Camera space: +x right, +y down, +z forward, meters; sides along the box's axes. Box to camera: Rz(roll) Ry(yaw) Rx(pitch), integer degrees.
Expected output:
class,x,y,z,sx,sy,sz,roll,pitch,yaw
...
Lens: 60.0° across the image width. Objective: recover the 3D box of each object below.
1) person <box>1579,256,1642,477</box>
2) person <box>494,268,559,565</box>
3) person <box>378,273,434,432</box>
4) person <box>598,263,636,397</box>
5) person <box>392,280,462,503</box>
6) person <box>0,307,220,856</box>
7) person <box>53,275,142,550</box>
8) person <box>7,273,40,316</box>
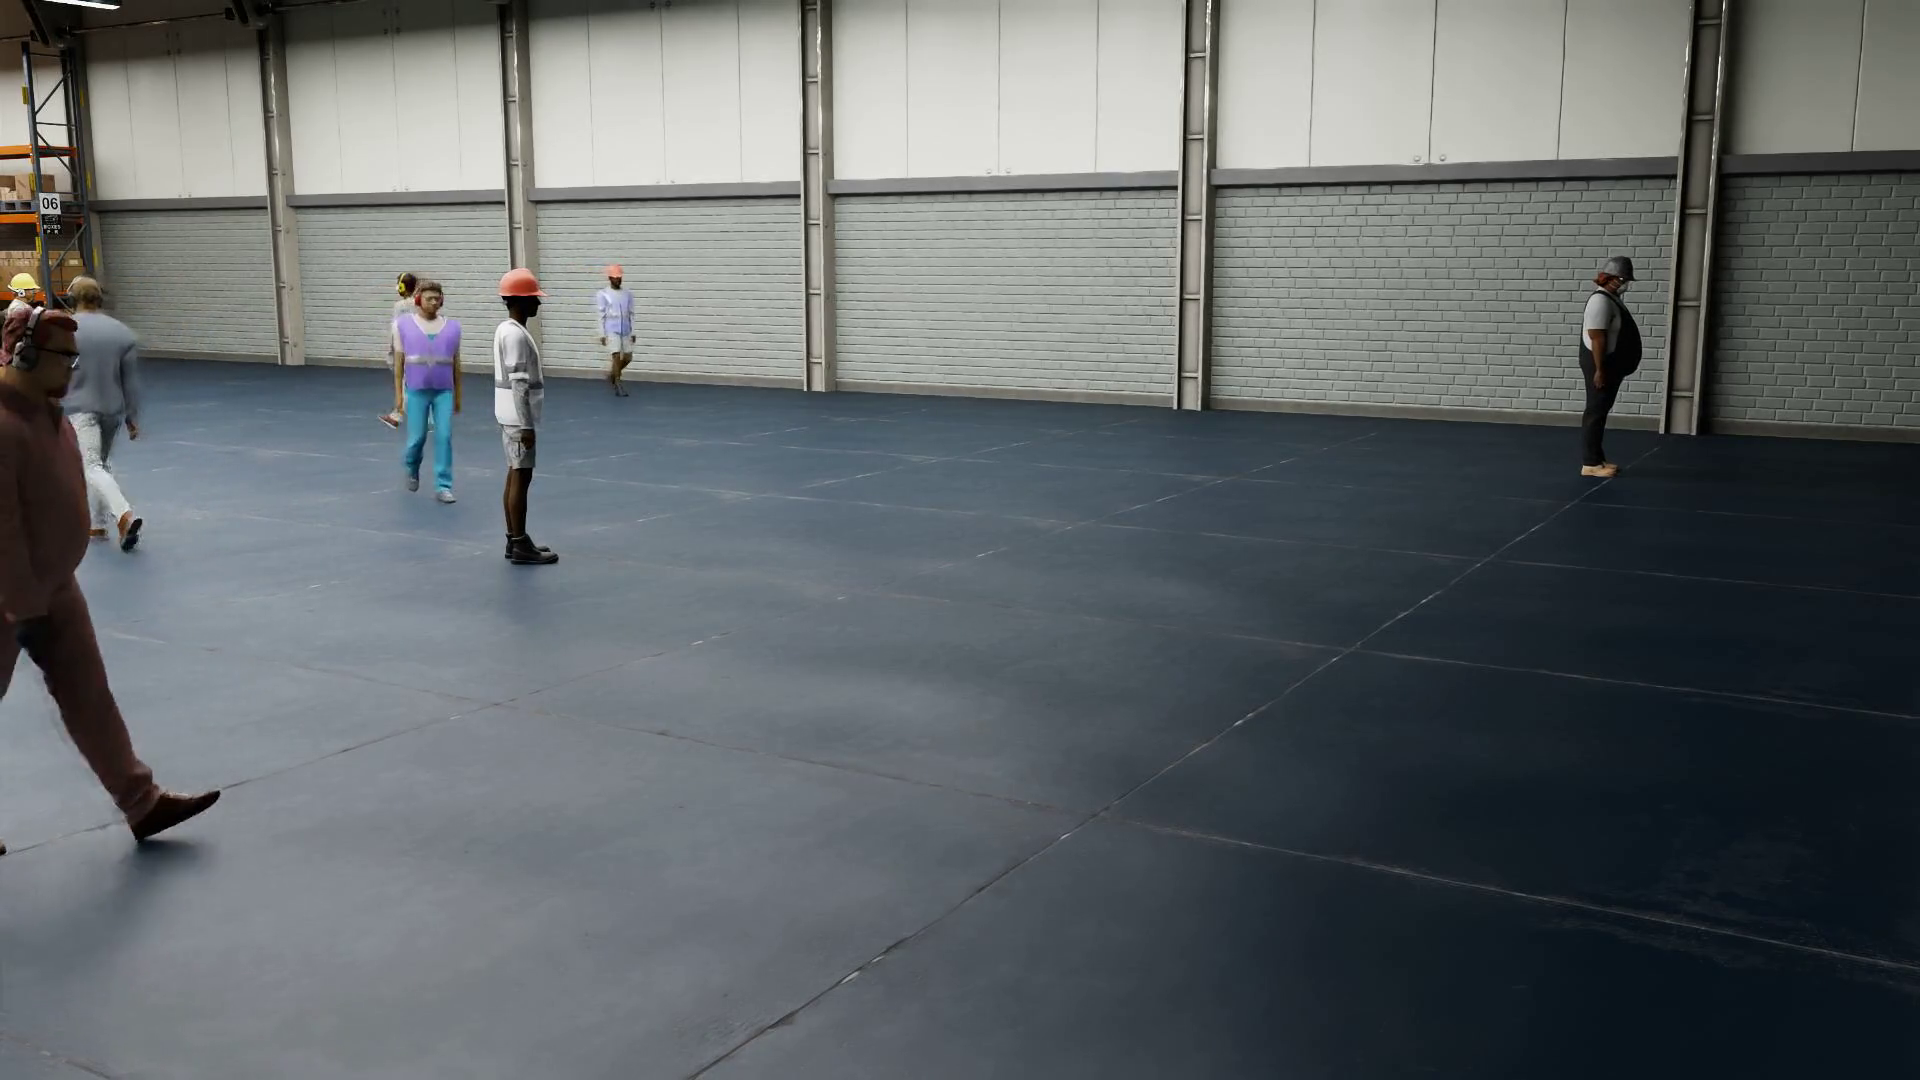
class,x,y,z,sx,sy,sz,roll,pitch,yaw
person,6.017,-1.614,15.391,0.536,2.000,0.683,5,11,27
person,-2.879,-0.810,10.977,0.361,1.940,0.543,-4,10,-20
person,-6.405,-2.155,19.182,0.941,1.822,0.555,3,10,19
person,-4.973,-3.032,24.043,0.561,1.918,0.555,-7,12,-37
person,-4.389,-1.229,13.738,0.577,1.827,0.616,-6,11,-31
person,-3.083,0.156,5.595,0.988,1.846,0.677,-1,10,-5
person,-5.983,-0.886,11.562,0.946,1.901,0.627,6,12,32
person,-10.341,-2.039,18.486,0.404,1.832,0.594,-5,11,-28
